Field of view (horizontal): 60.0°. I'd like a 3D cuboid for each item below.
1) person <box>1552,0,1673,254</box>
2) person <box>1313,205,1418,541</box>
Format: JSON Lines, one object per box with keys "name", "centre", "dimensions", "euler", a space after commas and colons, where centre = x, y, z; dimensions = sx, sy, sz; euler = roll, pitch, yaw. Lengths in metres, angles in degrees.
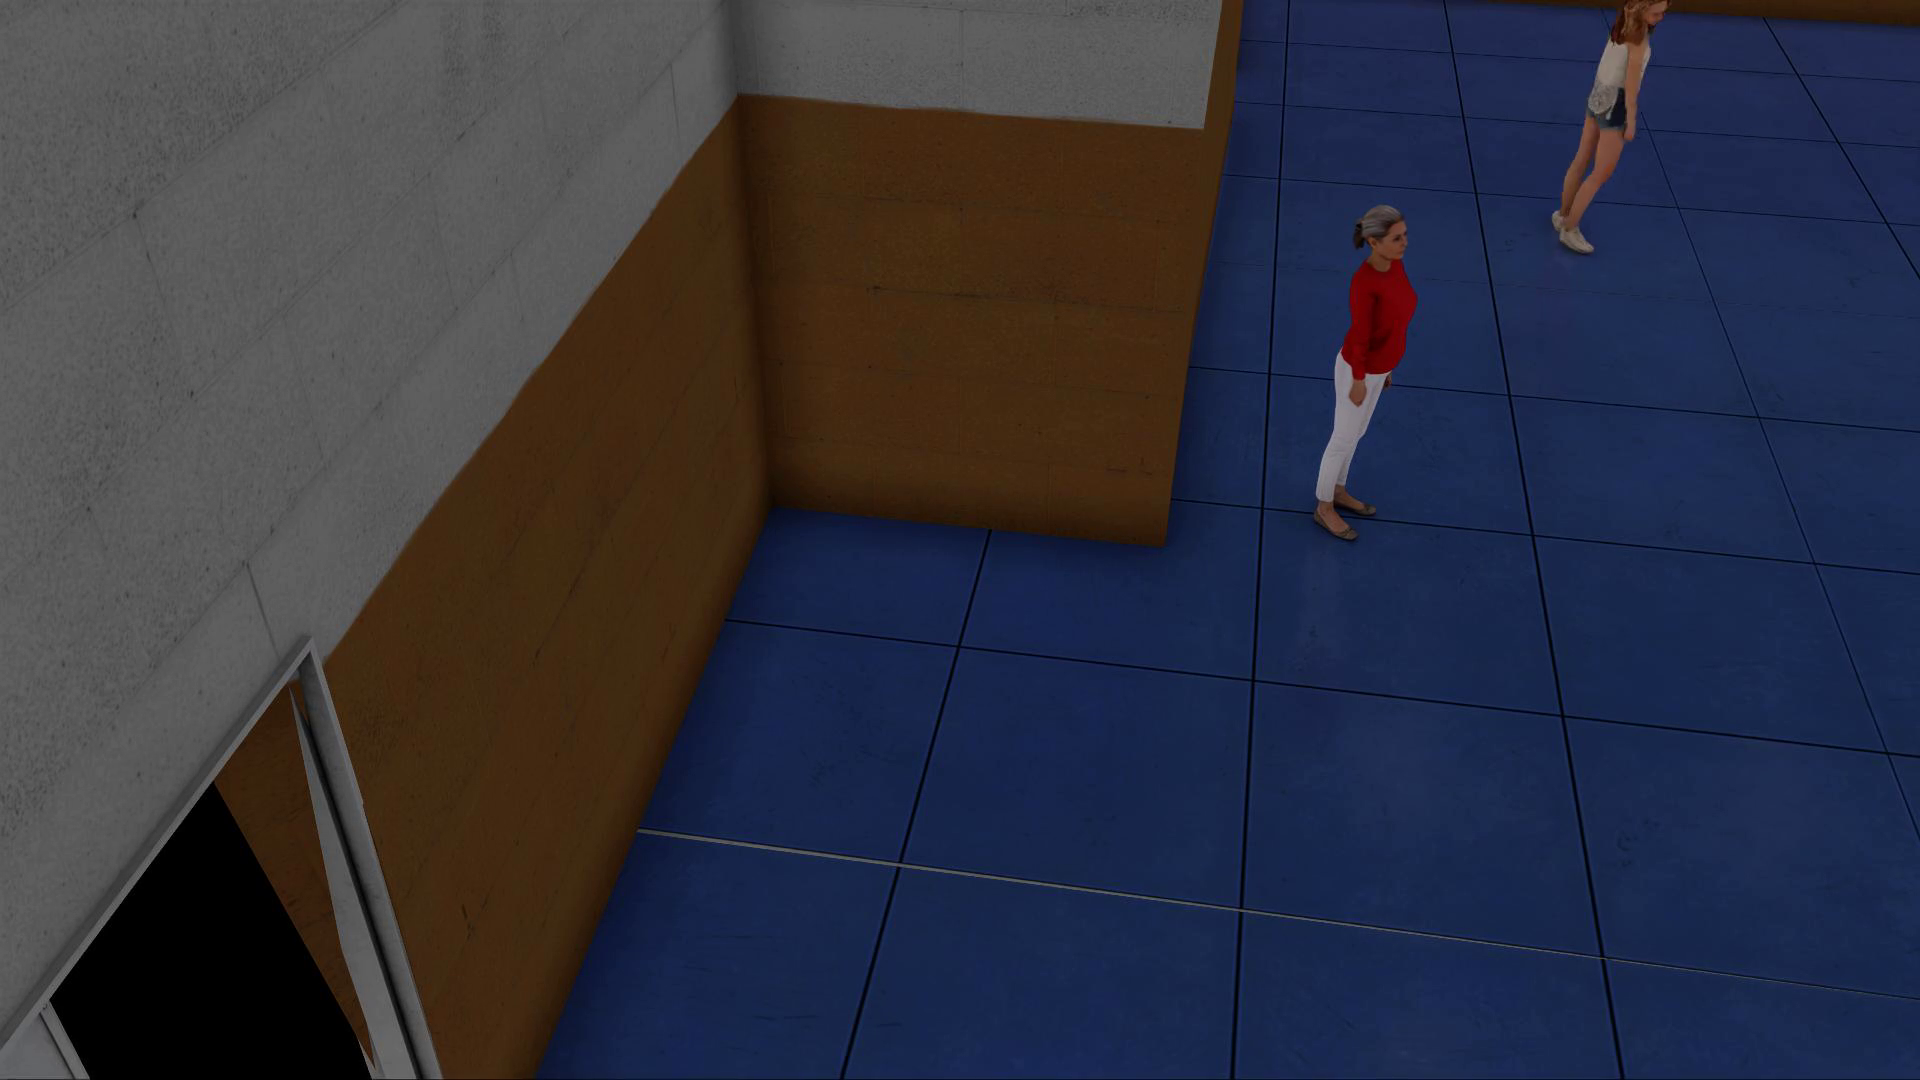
{"name": "person", "centre": [3.996, -2.688, 10.395], "dimensions": [0.598, 1.726, 0.766], "euler": [-7, 37, -9]}
{"name": "person", "centre": [1.916, -0.802, 7.909], "dimensions": [0.662, 1.693, 0.634], "euler": [23, 42, 27]}
